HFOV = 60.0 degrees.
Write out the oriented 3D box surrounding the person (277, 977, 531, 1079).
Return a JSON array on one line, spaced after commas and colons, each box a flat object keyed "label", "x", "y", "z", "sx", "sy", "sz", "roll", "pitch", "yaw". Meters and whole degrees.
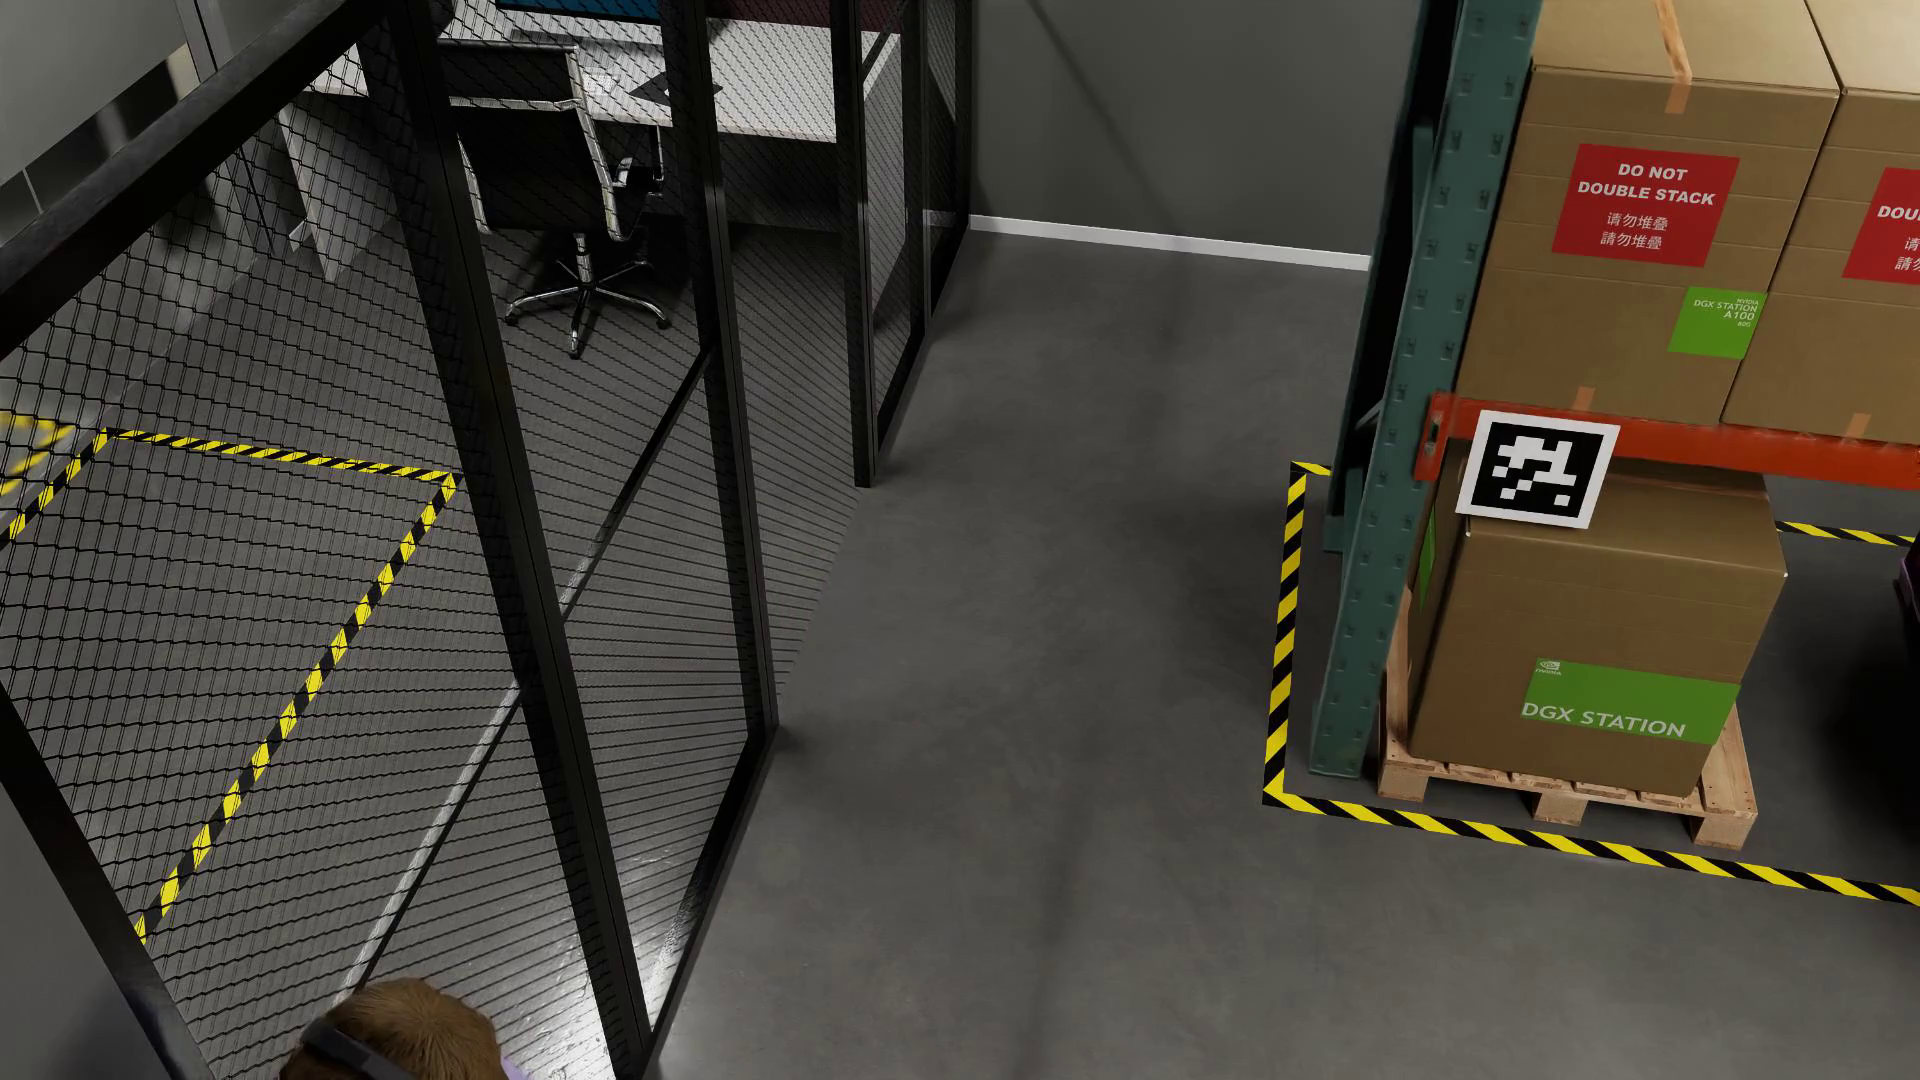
[{"label": "person", "x": -0.530, "y": 1.157, "z": 2.169, "sx": 0.635, "sy": 1.933, "sz": 0.359, "roll": 18, "pitch": 44, "yaw": 20}]
